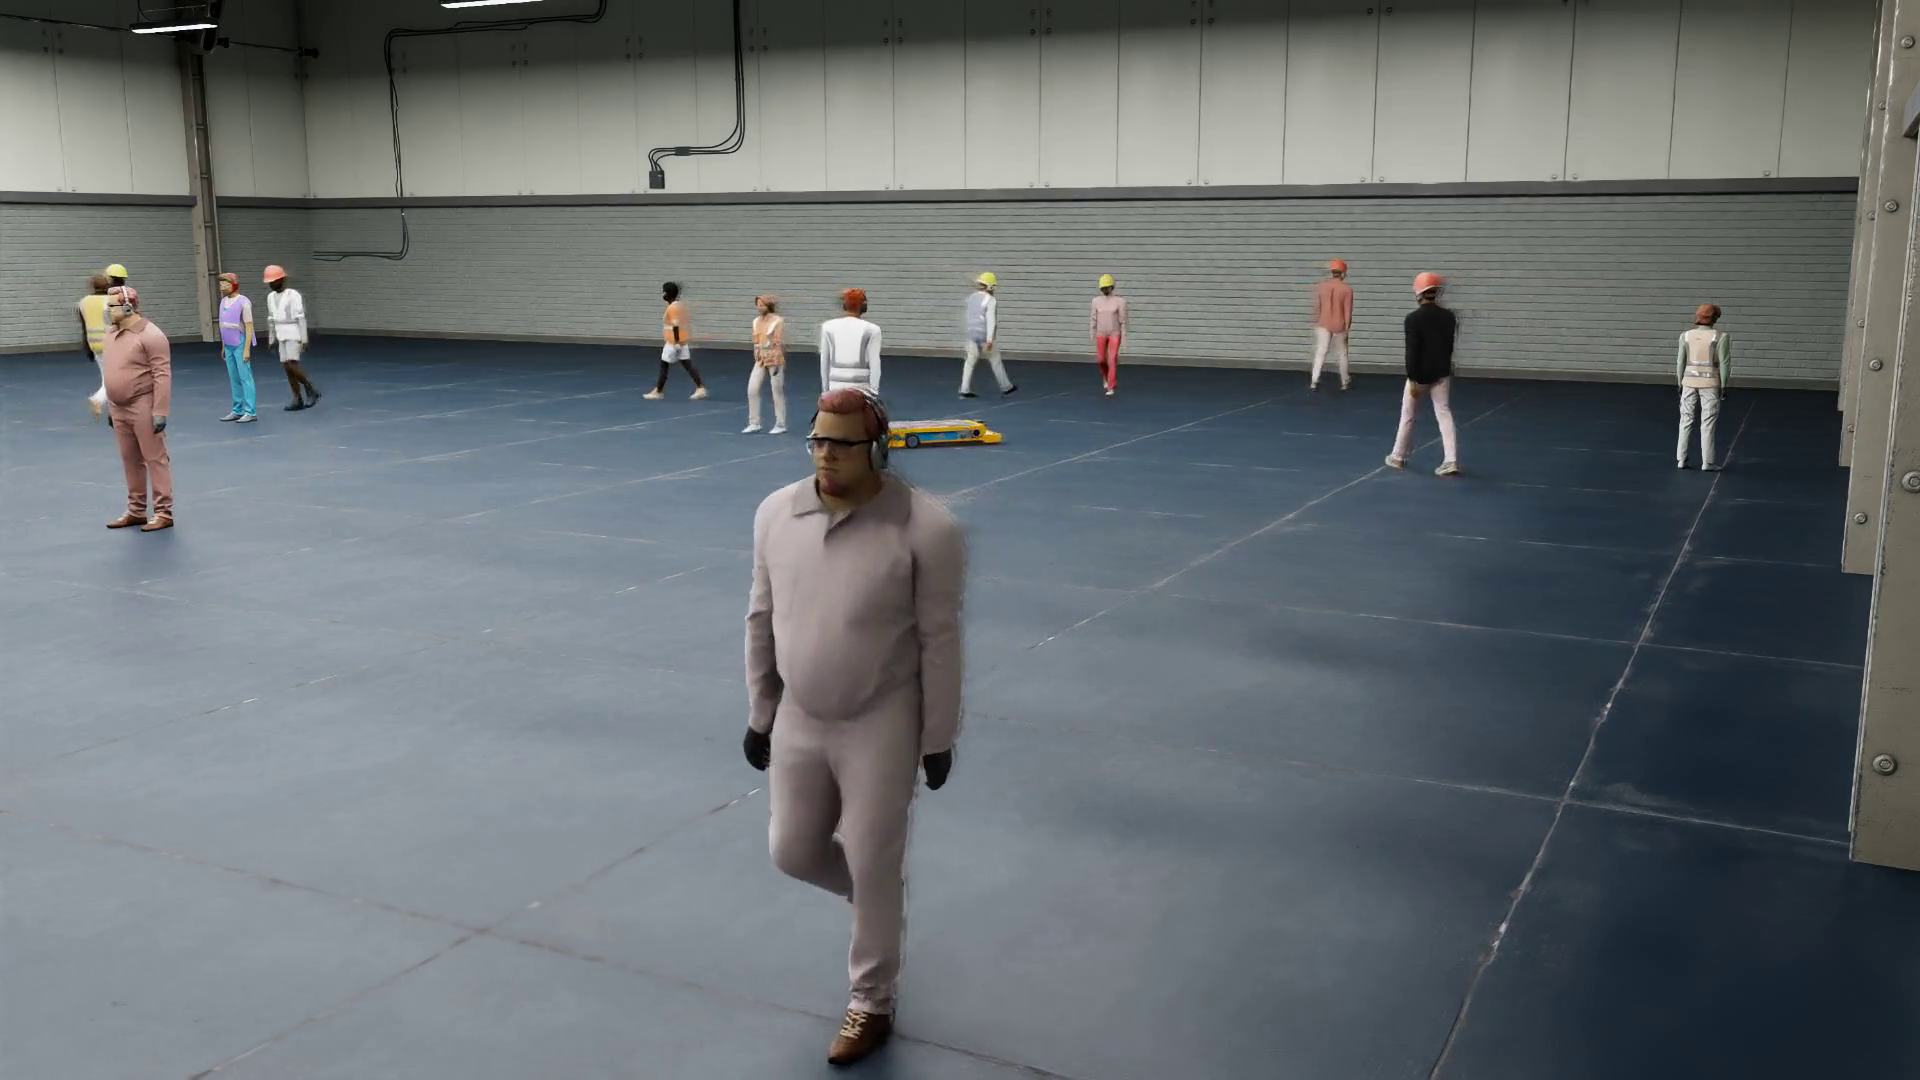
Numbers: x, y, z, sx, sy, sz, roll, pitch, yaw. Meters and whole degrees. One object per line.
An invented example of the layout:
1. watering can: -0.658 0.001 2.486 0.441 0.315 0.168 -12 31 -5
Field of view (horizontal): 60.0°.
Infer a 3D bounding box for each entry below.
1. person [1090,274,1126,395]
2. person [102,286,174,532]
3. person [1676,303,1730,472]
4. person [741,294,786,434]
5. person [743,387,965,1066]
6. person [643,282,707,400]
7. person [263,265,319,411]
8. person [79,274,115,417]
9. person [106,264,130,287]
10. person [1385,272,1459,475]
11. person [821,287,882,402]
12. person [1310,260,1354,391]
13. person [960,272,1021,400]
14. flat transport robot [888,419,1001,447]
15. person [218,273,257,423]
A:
1. person: 2.163 -2.977 24.084 0.550 1.745 0.557 4 11 20
2. person: -6.437 -1.017 12.967 0.643 1.905 0.399 5 12 27
3. person: 7.248 -1.487 16.248 0.309 1.640 0.512 -9 14 -40
4. person: -2.261 -2.005 19.143 0.519 1.619 0.624 8 13 37
5. person: -0.290 0.493 4.775 0.654 1.887 0.588 5 11 24
6. person: -3.962 -2.771 23.213 0.887 1.654 0.533 0 10 2
7. person: -8.821 -2.632 21.760 0.585 1.905 0.471 6 12 29
8. person: -10.651 -2.396 20.708 0.640 1.821 0.710 3 11 16
9. person: -10.954 -2.631 21.707 0.618 1.923 0.405 5 12 27
10. person: 4.541 -1.608 16.105 0.607 1.947 1.044 -3 11 -17
11. person: -0.999 -1.357 15.007 0.585 1.848 0.966 2 11 9
12. person: 5.522 -3.165 24.595 0.612 1.947 1.064 8 13 36
13. person: 0.385 -2.869 23.402 0.973 1.767 0.613 -9 14 -40
14. flat transport robot: -0.326 -1.185 18.336 1.431 0.197 0.652 -4 11 -21
15. person: -8.900 -2.367 20.499 0.565 1.839 0.386 7 13 35
